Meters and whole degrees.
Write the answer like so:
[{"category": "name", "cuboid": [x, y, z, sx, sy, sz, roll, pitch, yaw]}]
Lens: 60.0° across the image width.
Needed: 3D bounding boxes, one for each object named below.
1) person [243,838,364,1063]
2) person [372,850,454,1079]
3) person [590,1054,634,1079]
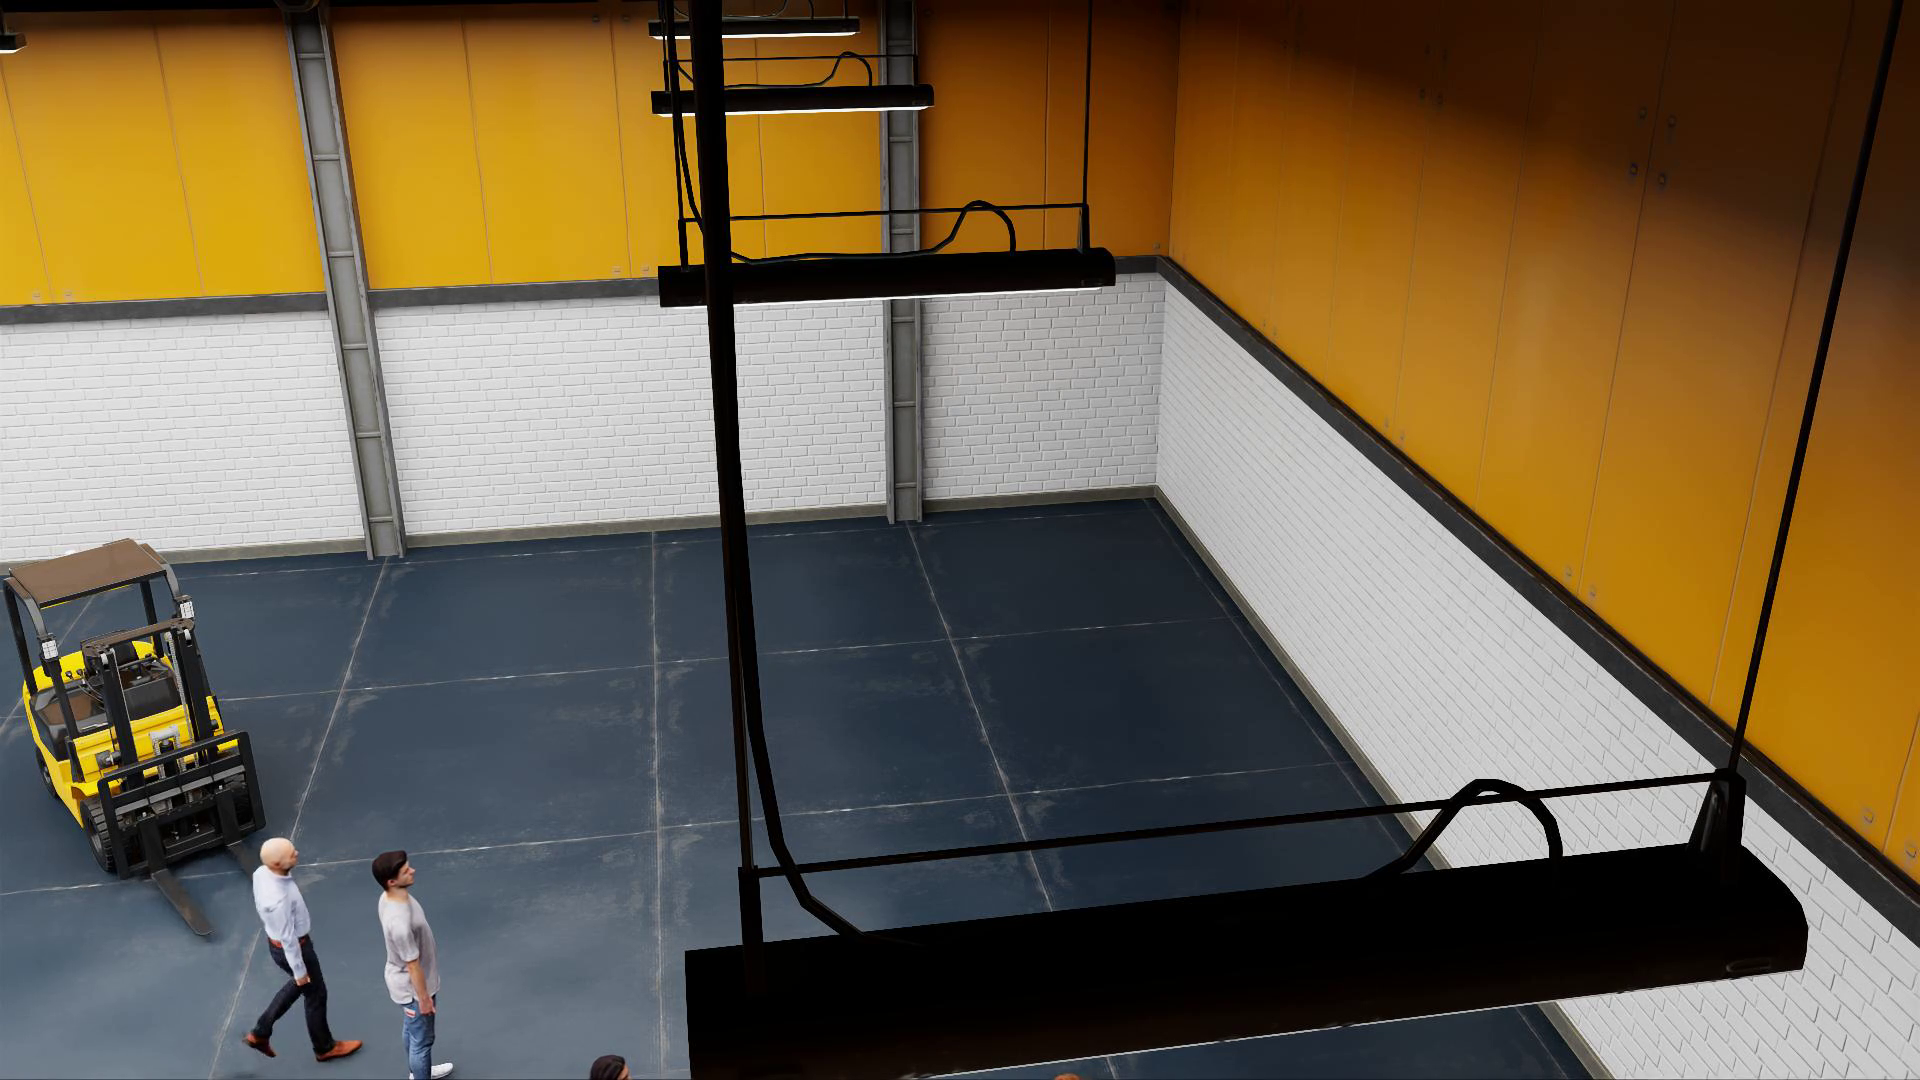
[{"category": "person", "cuboid": [-4.475, 2.743, 10.973, 1.059, 1.776, 0.888, -15, 28, -30]}, {"category": "person", "cuboid": [-3.522, 2.805, 10.691, 0.661, 1.889, 0.731, -11, 26, -23]}, {"category": "person", "cuboid": [-1.859, 3.548, 9.089, 0.542, 1.810, 0.633, -3, 24, -6]}]
